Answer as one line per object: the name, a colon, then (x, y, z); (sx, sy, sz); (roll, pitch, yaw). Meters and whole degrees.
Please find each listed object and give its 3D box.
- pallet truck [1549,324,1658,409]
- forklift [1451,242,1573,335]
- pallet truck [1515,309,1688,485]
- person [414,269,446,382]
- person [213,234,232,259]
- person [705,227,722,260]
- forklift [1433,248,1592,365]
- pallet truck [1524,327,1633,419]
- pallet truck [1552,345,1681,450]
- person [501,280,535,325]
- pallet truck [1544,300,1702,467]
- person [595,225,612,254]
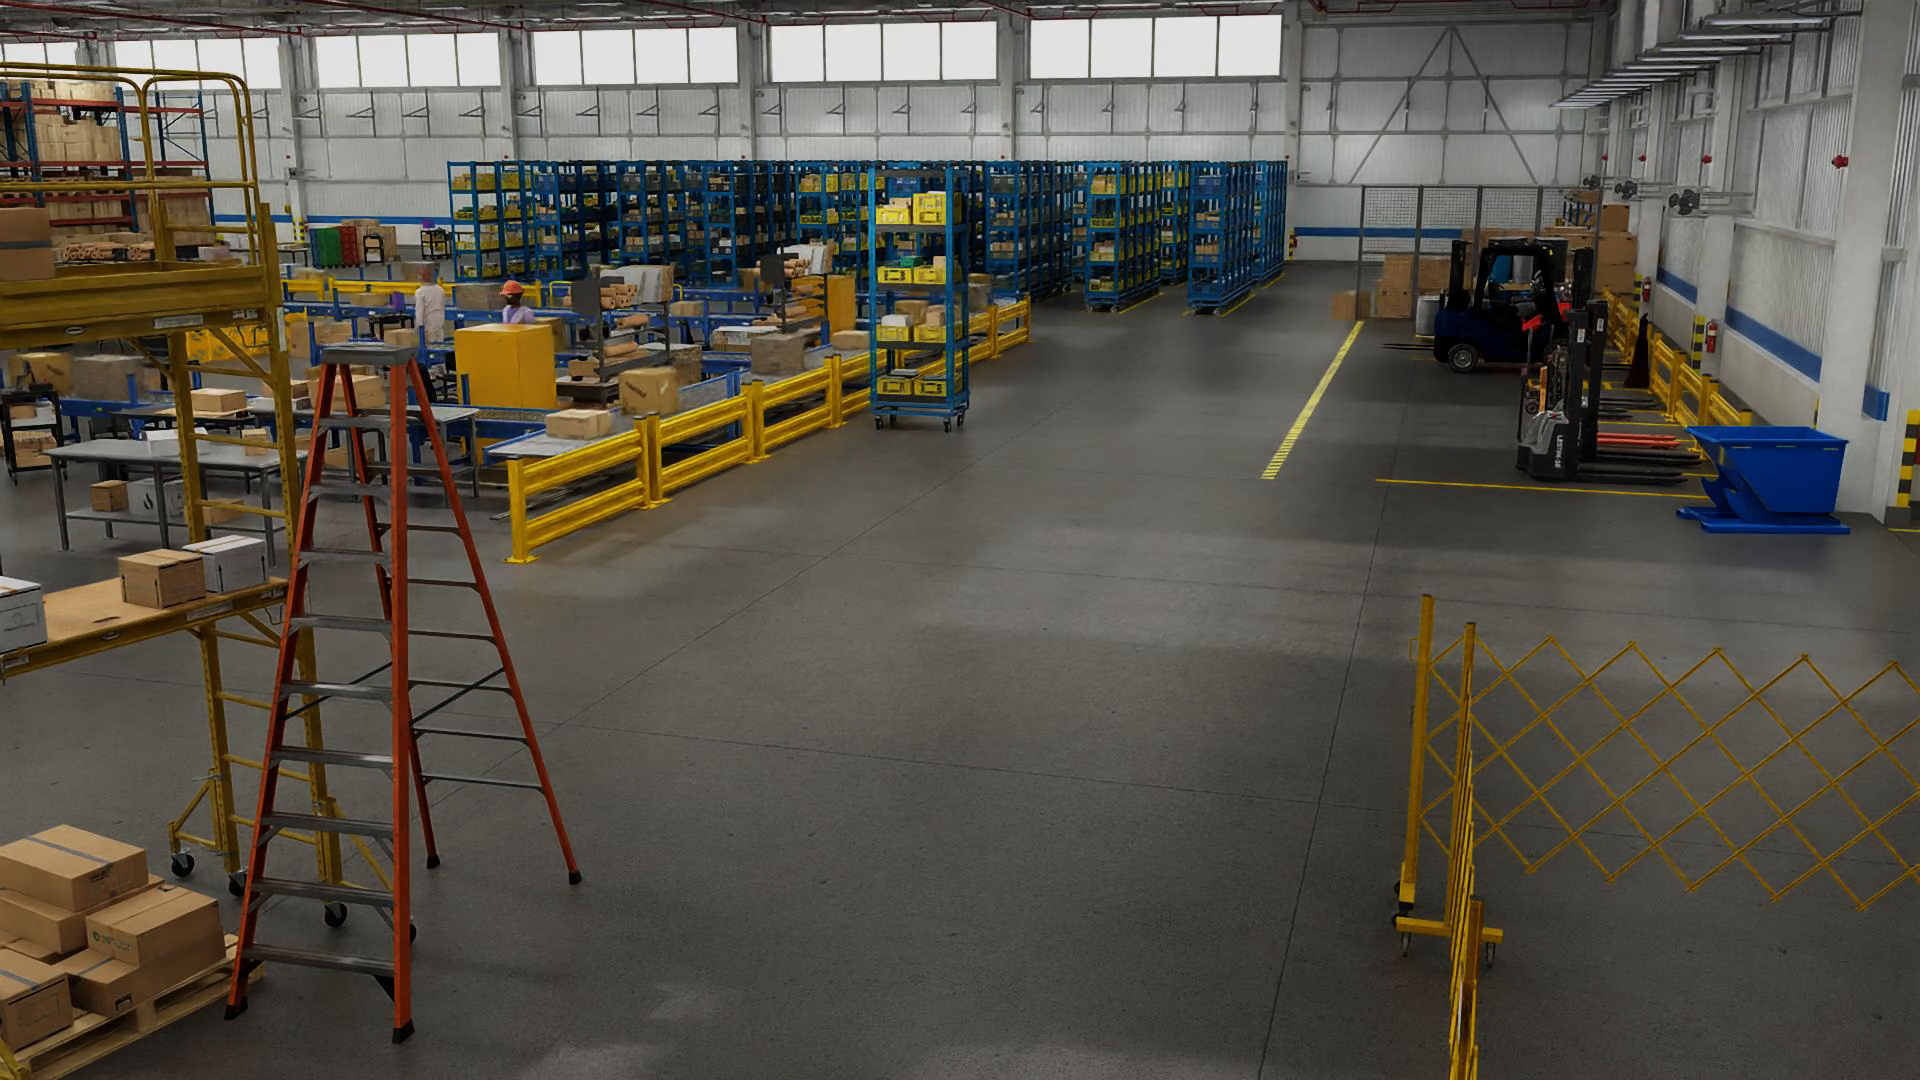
pallet truck: (9.824, -2.669, 25.407); (1.601, 1.201, 0.680); (4, 14, 16)
forklift: (10.464, -4.597, 31.405); (2.680, 1.987, 1.157); (4, 14, 16)
pallet truck: (7.554, -1.677, 19.446); (1.885, 1.965, 0.823); (3, 13, 14)
person: (-8.948, -3.612, 28.016); (0.406, 1.902, 0.639); (6, 14, 24)
person: (-19.384, -7.175, 43.719); (0.531, 1.749, 0.532); (6, 14, 25)
person: (-7.370, -8.750, 50.002); (0.625, 1.991, 0.389); (0, 13, 1)
forklift: (9.780, -4.111, 29.280); (2.680, 1.987, 1.157); (3, 13, 14)
pallet truck: (9.065, -2.460, 24.370); (1.522, 1.261, 0.704); (3, 13, 14)
pallet truck: (8.641, -1.896, 21.908); (1.630, 1.274, 0.653); (4, 14, 16)
person: (-6.265, -2.642, 23.508); (0.605, 2.045, 0.378); (9, 16, 33)
pallet truck: (8.263, -1.952, 20.631); (1.885, 1.965, 0.823); (5, 14, 20)
person: (-11.803, -9.838, 55.126); (0.592, 1.805, 0.802); (2, 13, 8)
